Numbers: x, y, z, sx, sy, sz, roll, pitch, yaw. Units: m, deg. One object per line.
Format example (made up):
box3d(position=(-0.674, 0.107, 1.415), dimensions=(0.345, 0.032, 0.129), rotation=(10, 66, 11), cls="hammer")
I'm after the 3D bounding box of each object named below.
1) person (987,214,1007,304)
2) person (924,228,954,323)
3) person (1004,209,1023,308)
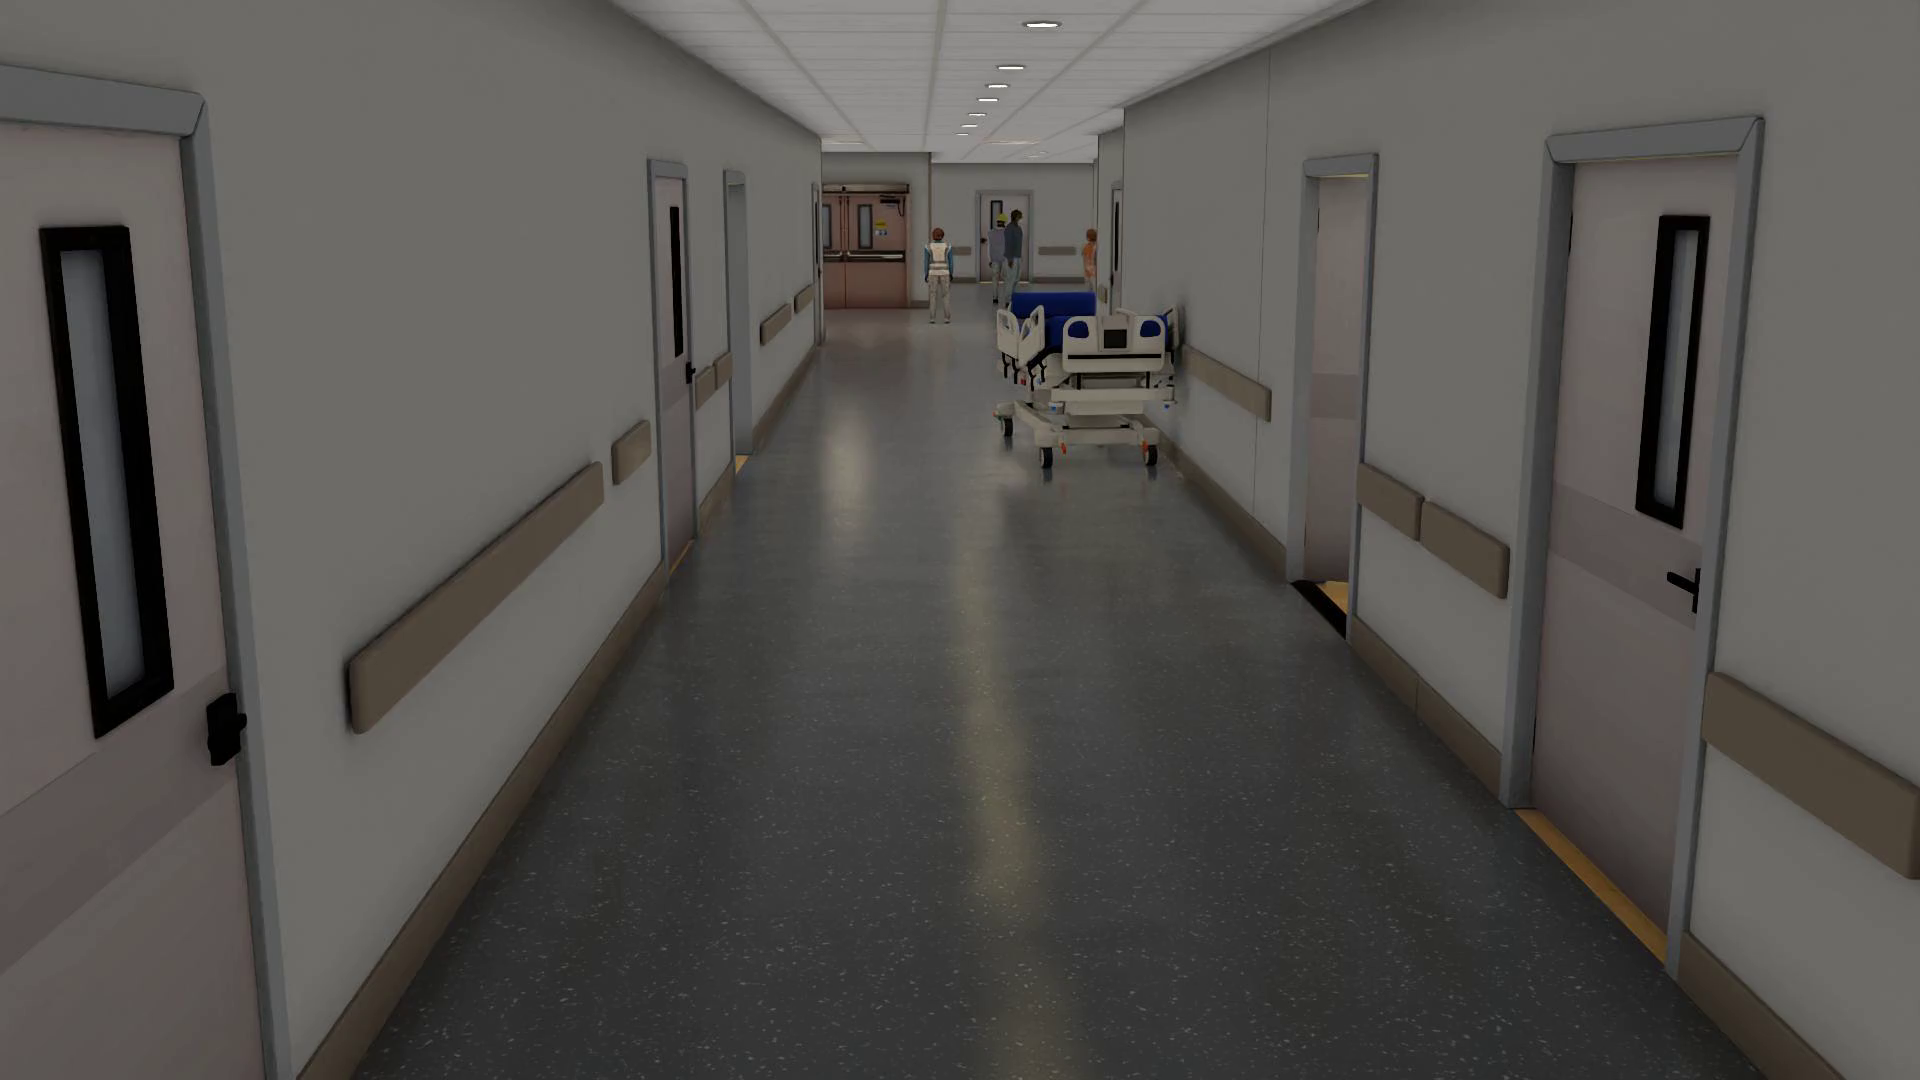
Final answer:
box3d(position=(0.860, -5.750, 34.036), dimensions=(0.595, 1.827, 0.403), rotation=(4, 12, 17), cls="person")
box3d(position=(-0.364, -4.544, 28.623), dimensions=(0.514, 1.639, 0.311), rotation=(0, 12, -2), cls="person")
box3d(position=(1.068, -5.532, 32.740), dimensions=(0.388, 1.930, 0.632), rotation=(5, 13, 22), cls="person")
